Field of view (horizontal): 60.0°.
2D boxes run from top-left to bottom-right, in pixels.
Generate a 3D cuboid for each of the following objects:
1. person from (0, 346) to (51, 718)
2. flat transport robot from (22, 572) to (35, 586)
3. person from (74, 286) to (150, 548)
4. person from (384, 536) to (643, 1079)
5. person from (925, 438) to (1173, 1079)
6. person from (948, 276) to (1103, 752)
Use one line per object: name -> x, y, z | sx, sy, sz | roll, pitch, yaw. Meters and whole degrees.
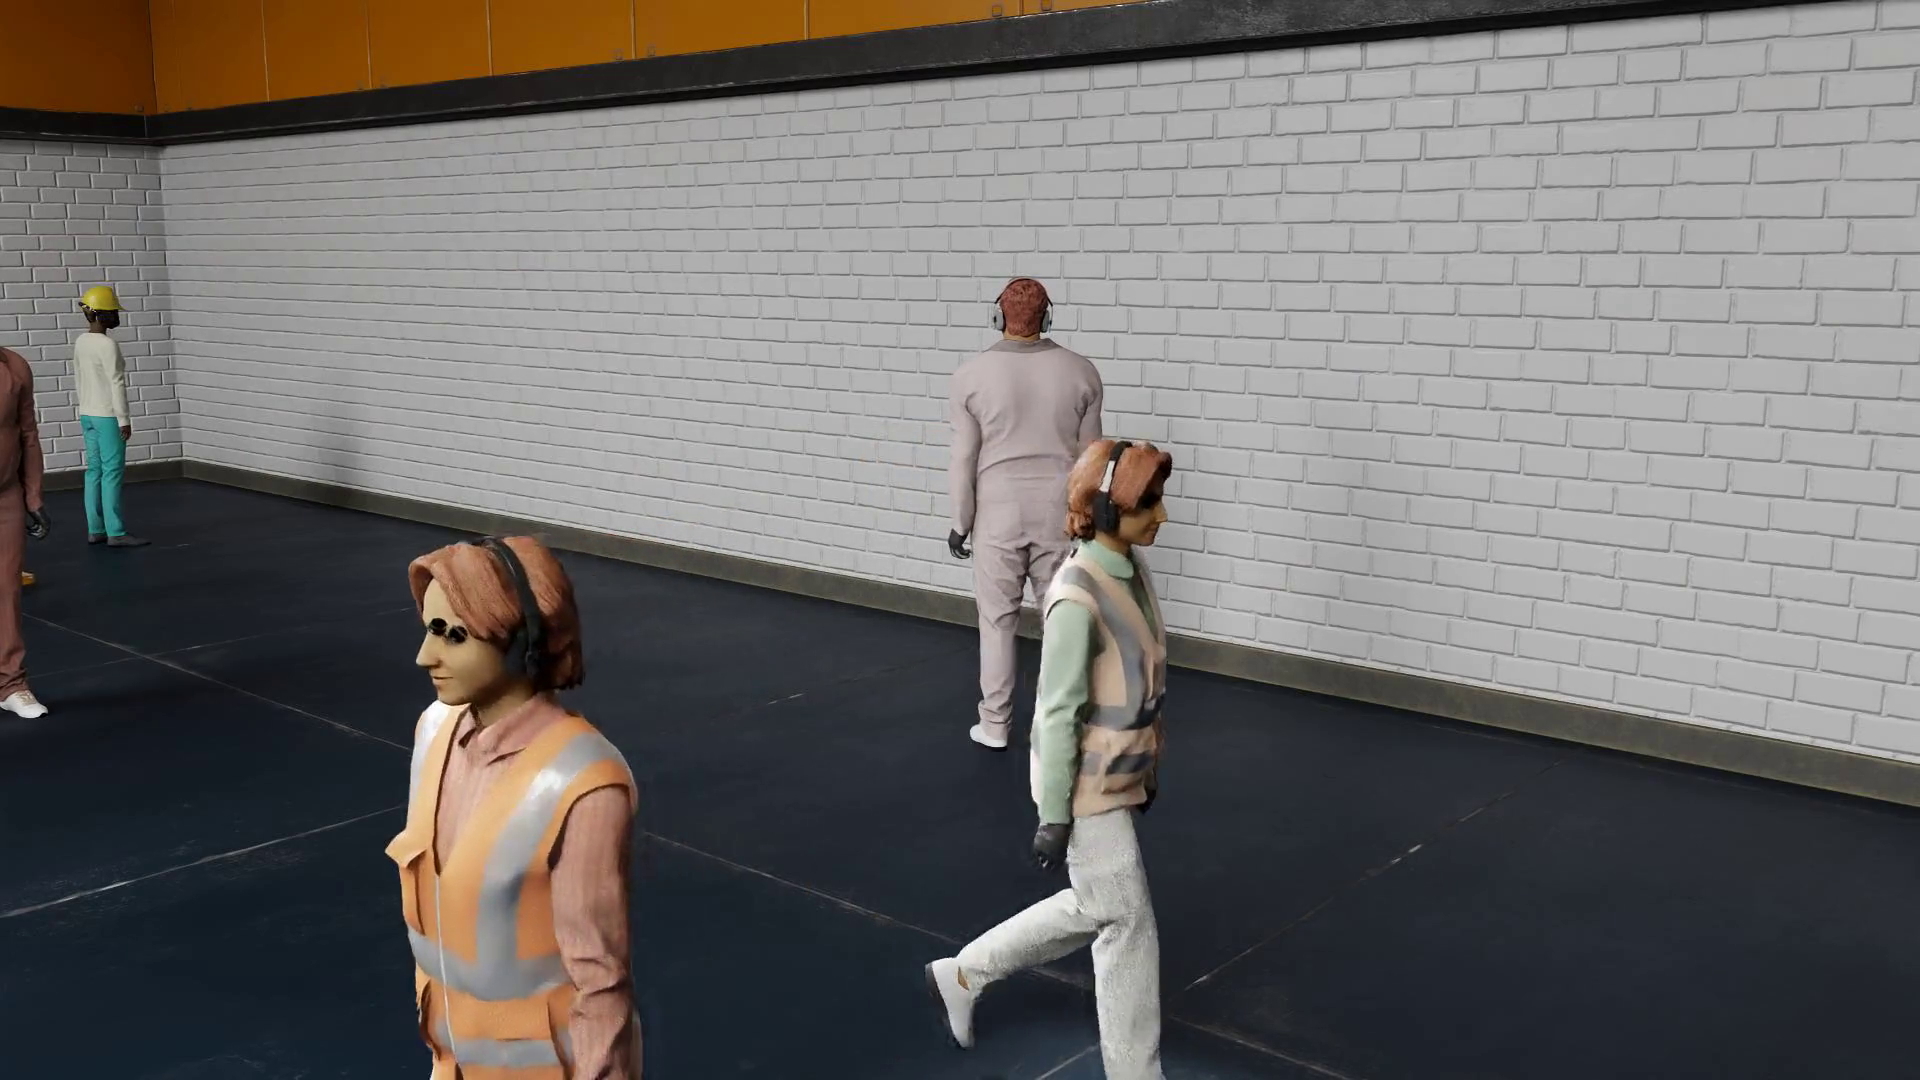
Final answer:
person -> -4.177, -0.148, 7.005 | 0.402, 1.909, 0.639 | 9, 13, 42
flat transport robot -> -6.165, 0.238, 9.463 | 0.652, 0.197, 1.431 | 7, 12, 36
person -> -5.783, -0.831, 11.297 | 0.531, 1.767, 0.328 | 8, 12, 37
person -> -0.614, 0.785, 2.471 | 0.532, 1.623, 0.458 | 10, 14, 44
person -> 0.248, 0.558, 3.803 | 0.664, 1.612, 0.521 | 3, 10, 16
person -> 0.257, -0.097, 6.710 | 0.636, 1.911, 0.405 | -2, 10, -9
